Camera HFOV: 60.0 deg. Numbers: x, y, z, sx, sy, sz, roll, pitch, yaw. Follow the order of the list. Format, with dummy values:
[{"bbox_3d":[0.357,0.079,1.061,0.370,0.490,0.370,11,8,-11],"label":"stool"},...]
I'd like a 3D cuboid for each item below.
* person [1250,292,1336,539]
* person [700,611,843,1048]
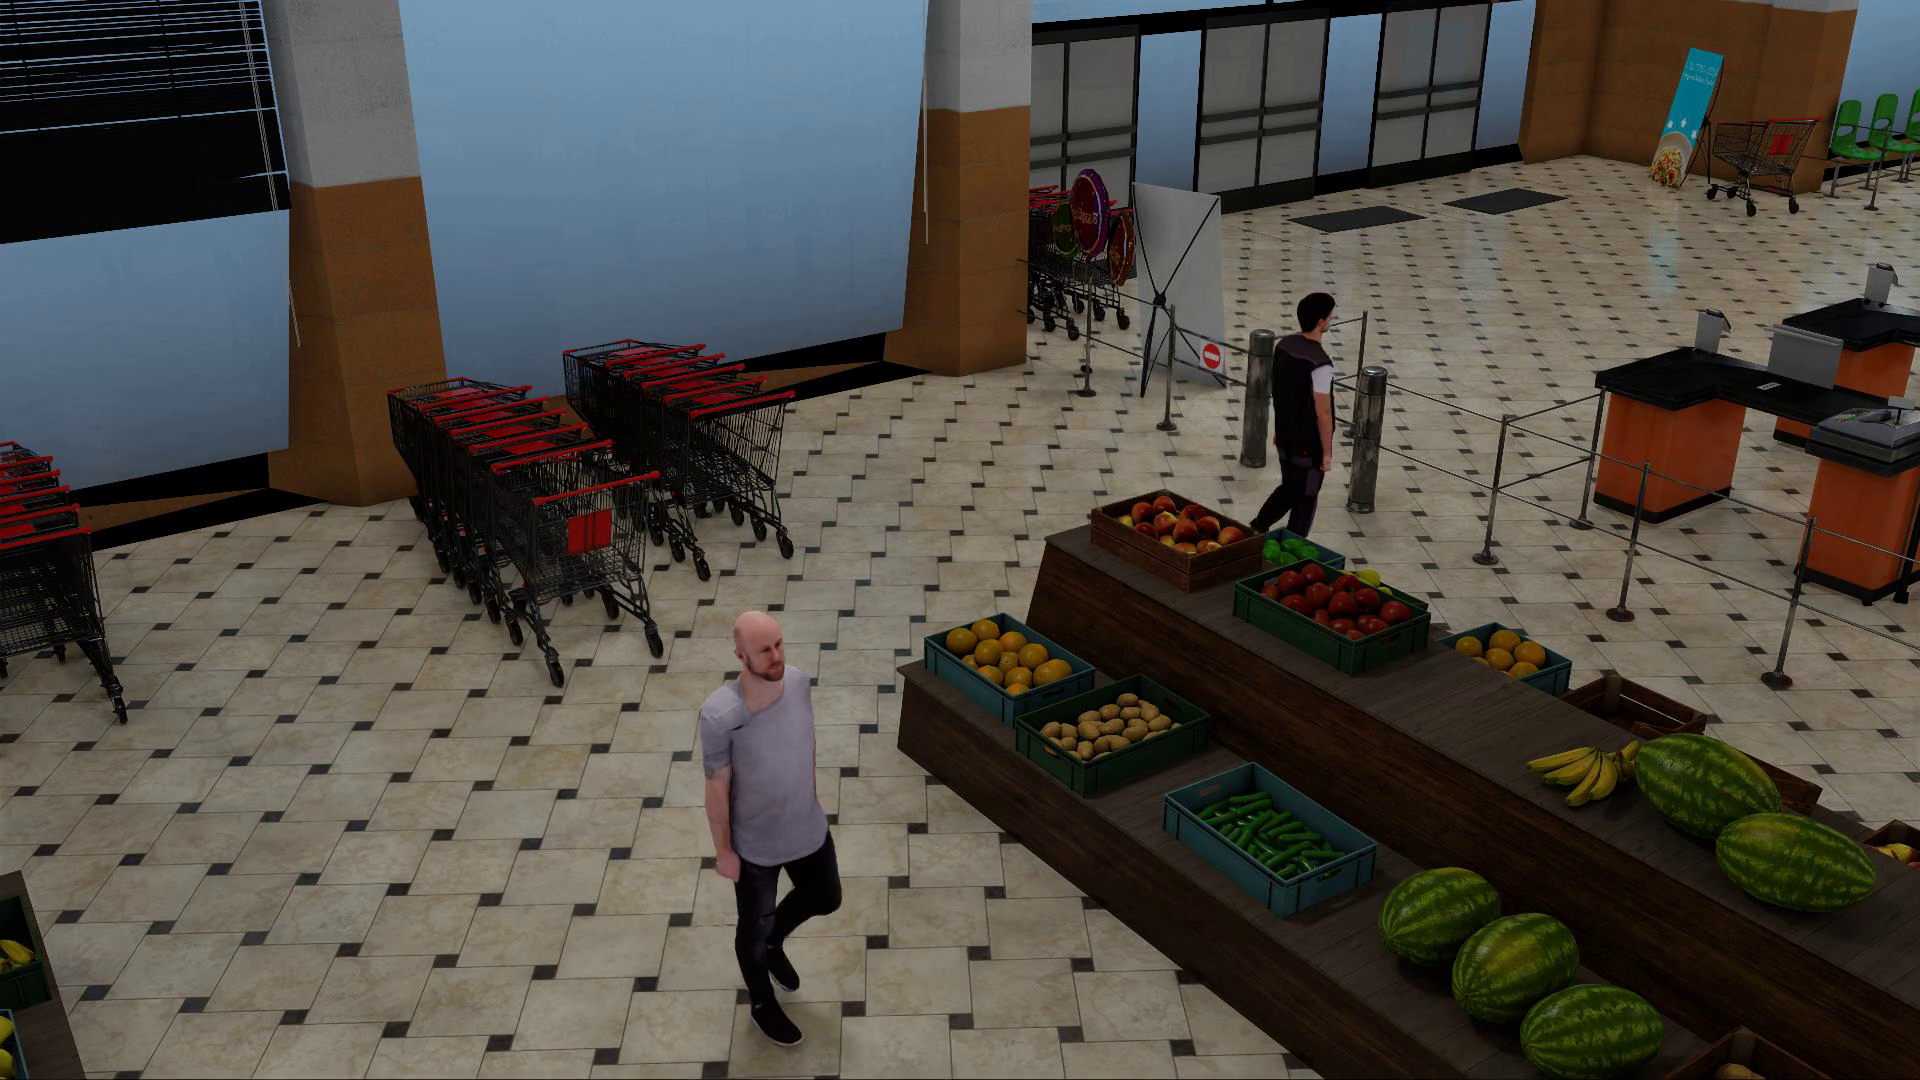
[{"bbox_3d":[2.015,-0.605,10.187,0.799,1.835,0.754,-10,26,-22],"label":"person"},{"bbox_3d":[-0.778,1.068,6.373,0.768,1.826,0.754,21,31,39],"label":"person"}]
